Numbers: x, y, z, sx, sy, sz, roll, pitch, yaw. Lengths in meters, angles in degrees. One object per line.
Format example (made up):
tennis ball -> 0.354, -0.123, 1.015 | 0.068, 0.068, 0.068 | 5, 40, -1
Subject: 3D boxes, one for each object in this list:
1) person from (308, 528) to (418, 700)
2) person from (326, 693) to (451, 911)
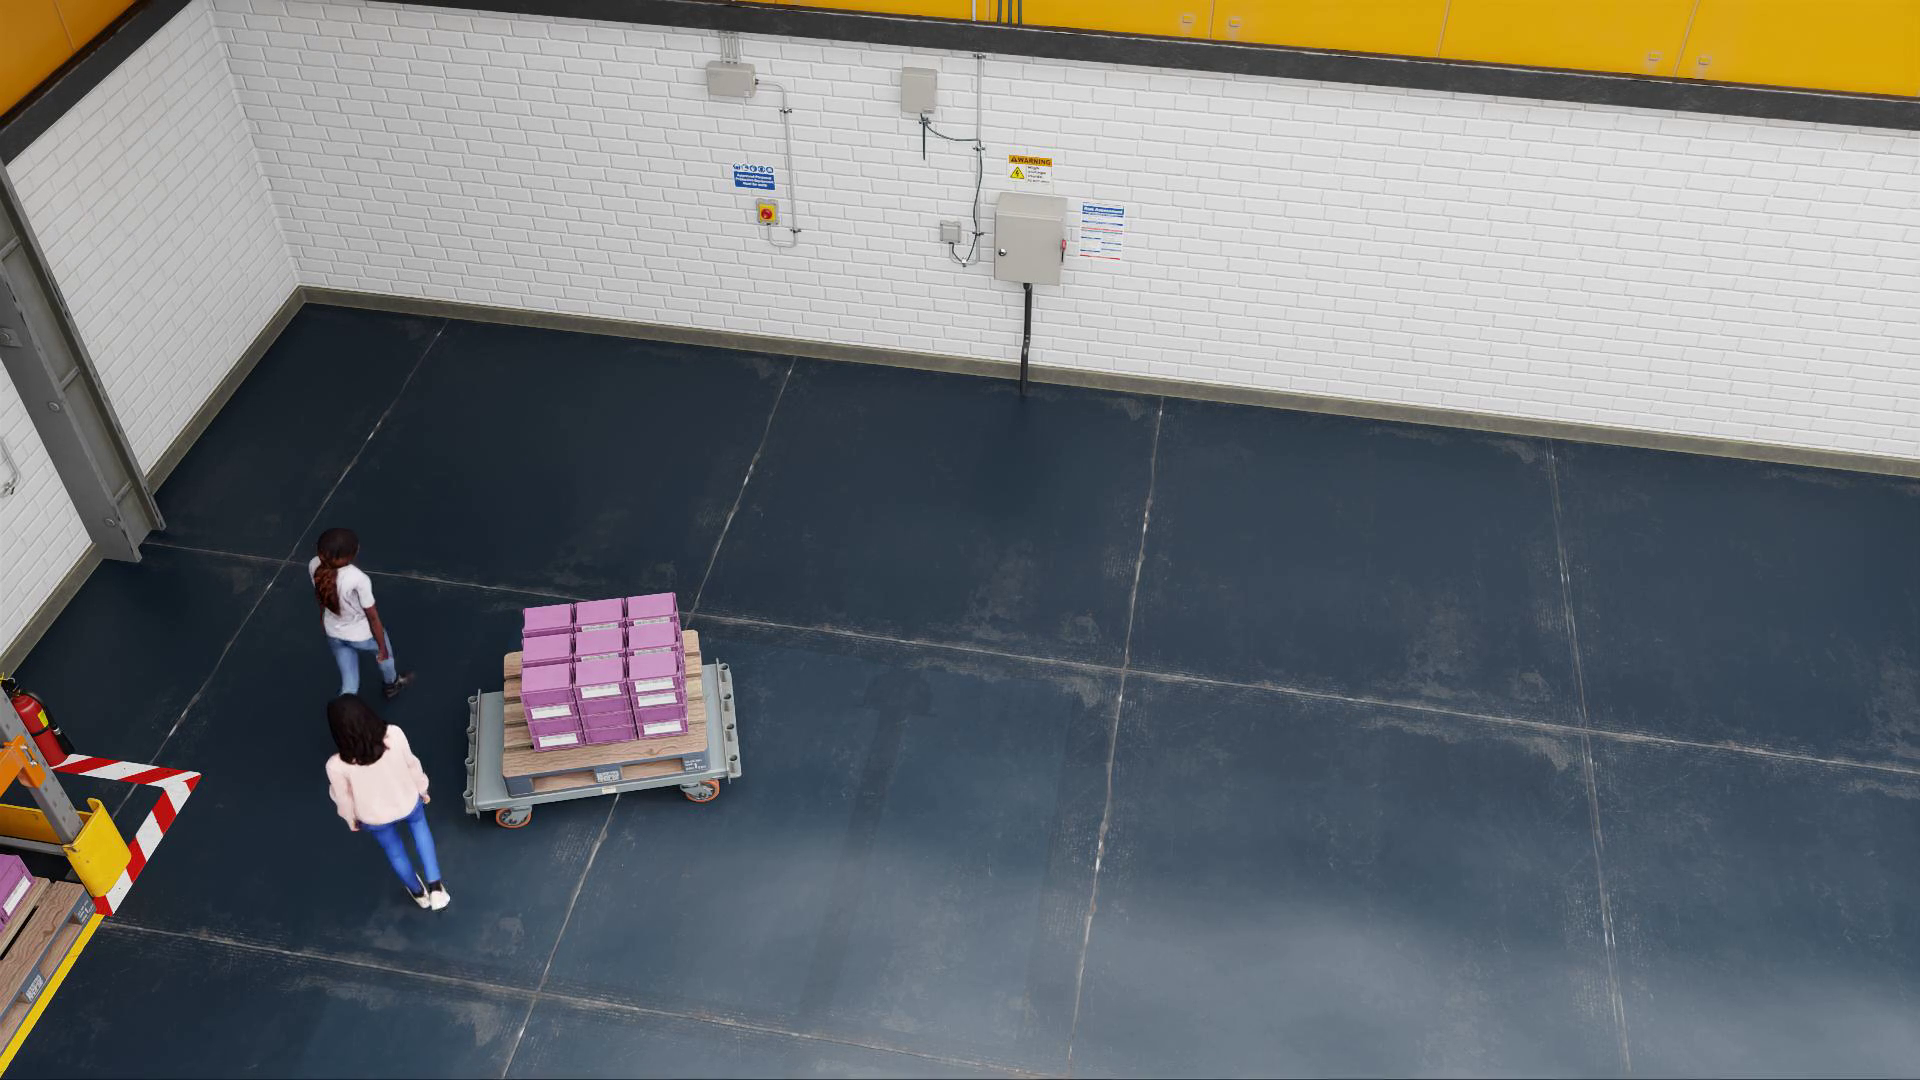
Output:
person -> -3.719, 0.634, 10.141 | 0.729, 1.675, 1.065 | 8, 44, 9
person -> -3.109, 1.524, 9.144 | 0.840, 1.761, 0.899 | -23, 48, -22
